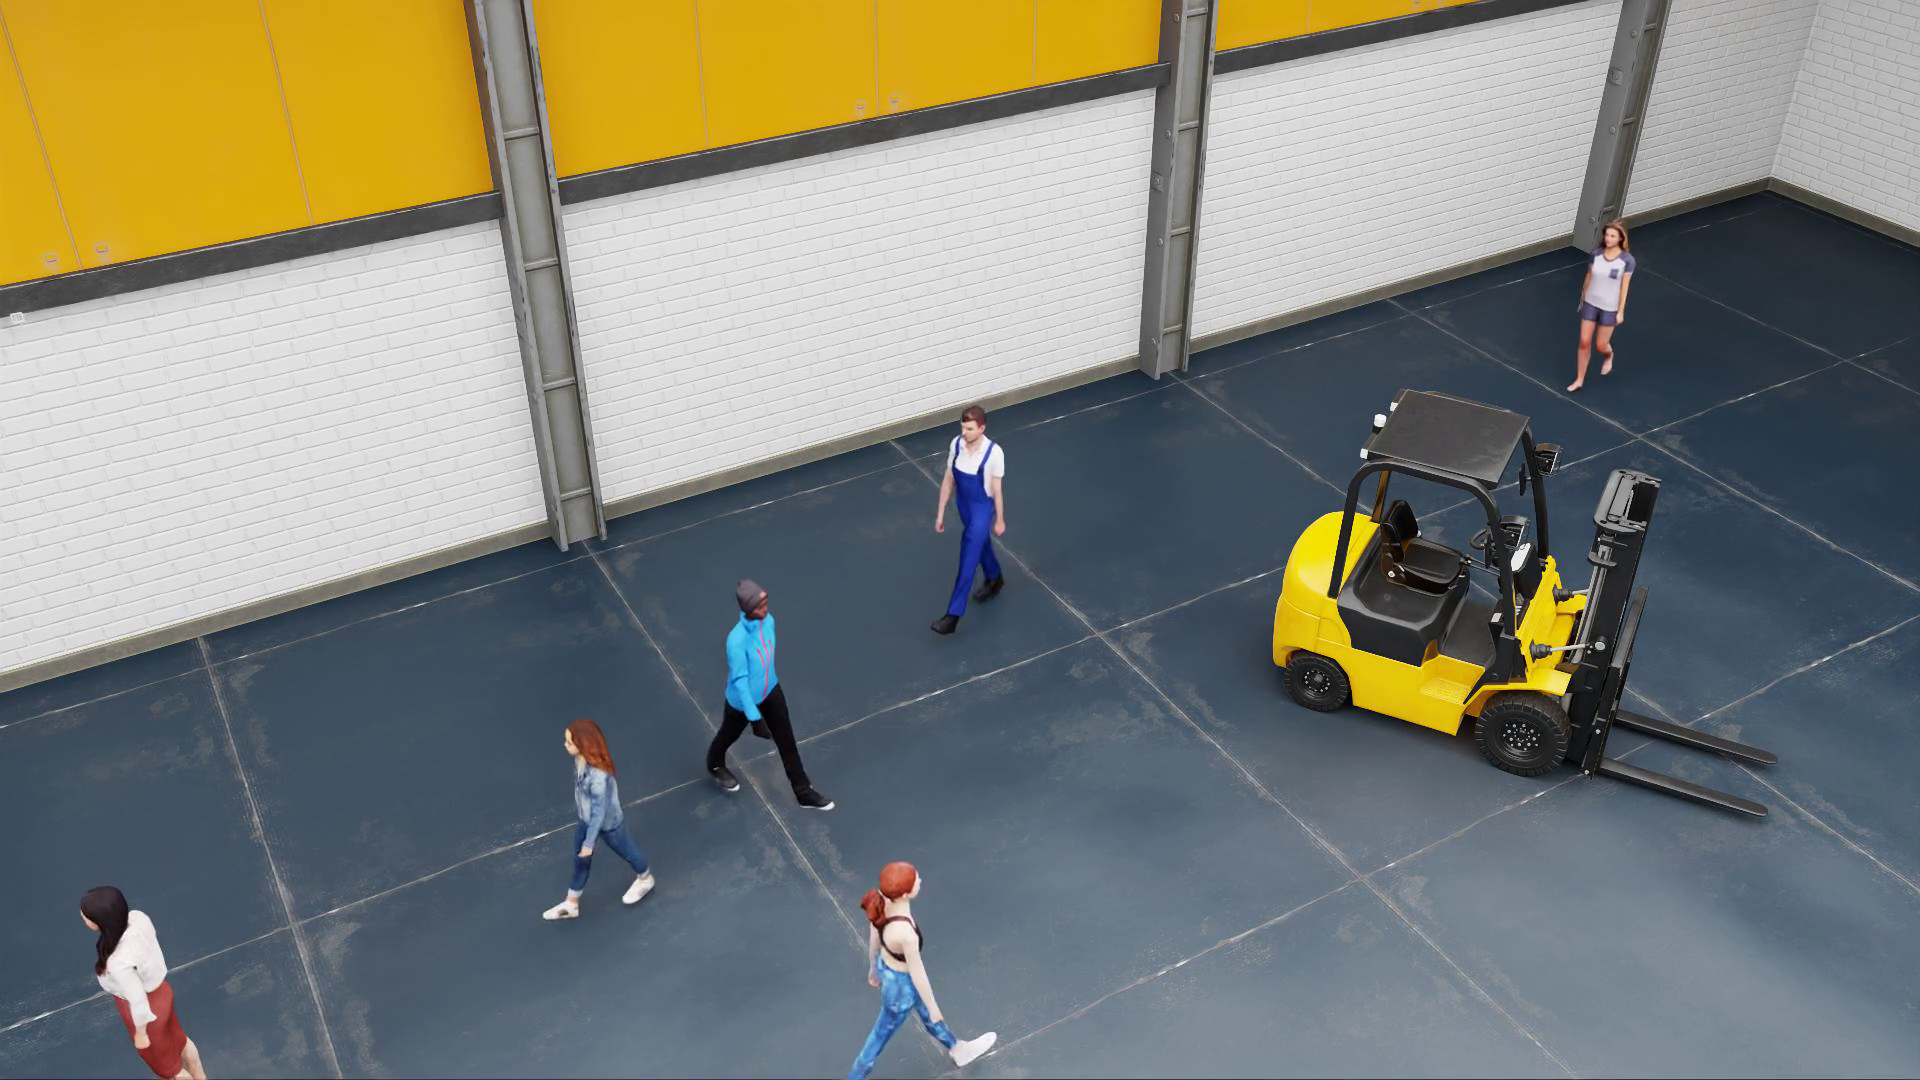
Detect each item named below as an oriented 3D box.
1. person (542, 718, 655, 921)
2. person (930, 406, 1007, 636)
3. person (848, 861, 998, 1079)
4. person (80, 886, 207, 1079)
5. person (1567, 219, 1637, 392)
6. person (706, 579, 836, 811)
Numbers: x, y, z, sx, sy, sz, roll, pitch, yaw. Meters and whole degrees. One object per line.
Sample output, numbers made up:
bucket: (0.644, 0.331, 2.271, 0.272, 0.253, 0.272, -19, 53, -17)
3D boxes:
person: (-2.096, 1.659, 10.079, 0.987, 1.444, 0.684, -26, 41, -33)
person: (0.172, -0.242, 12.619, 0.971, 1.798, 1.327, 23, 40, 31)
person: (-0.403, 2.404, 8.702, 1.220, 1.728, 0.652, -14, 36, -21)
person: (-4.194, 2.449, 8.614, 0.611, 1.750, 0.658, -7, 34, -11)
person: (6.082, -2.207, 15.653, 0.878, 1.712, 0.725, -28, 42, -35)
person: (-1.426, 1.008, 10.794, 1.042, 1.737, 1.237, 20, 39, 27)
